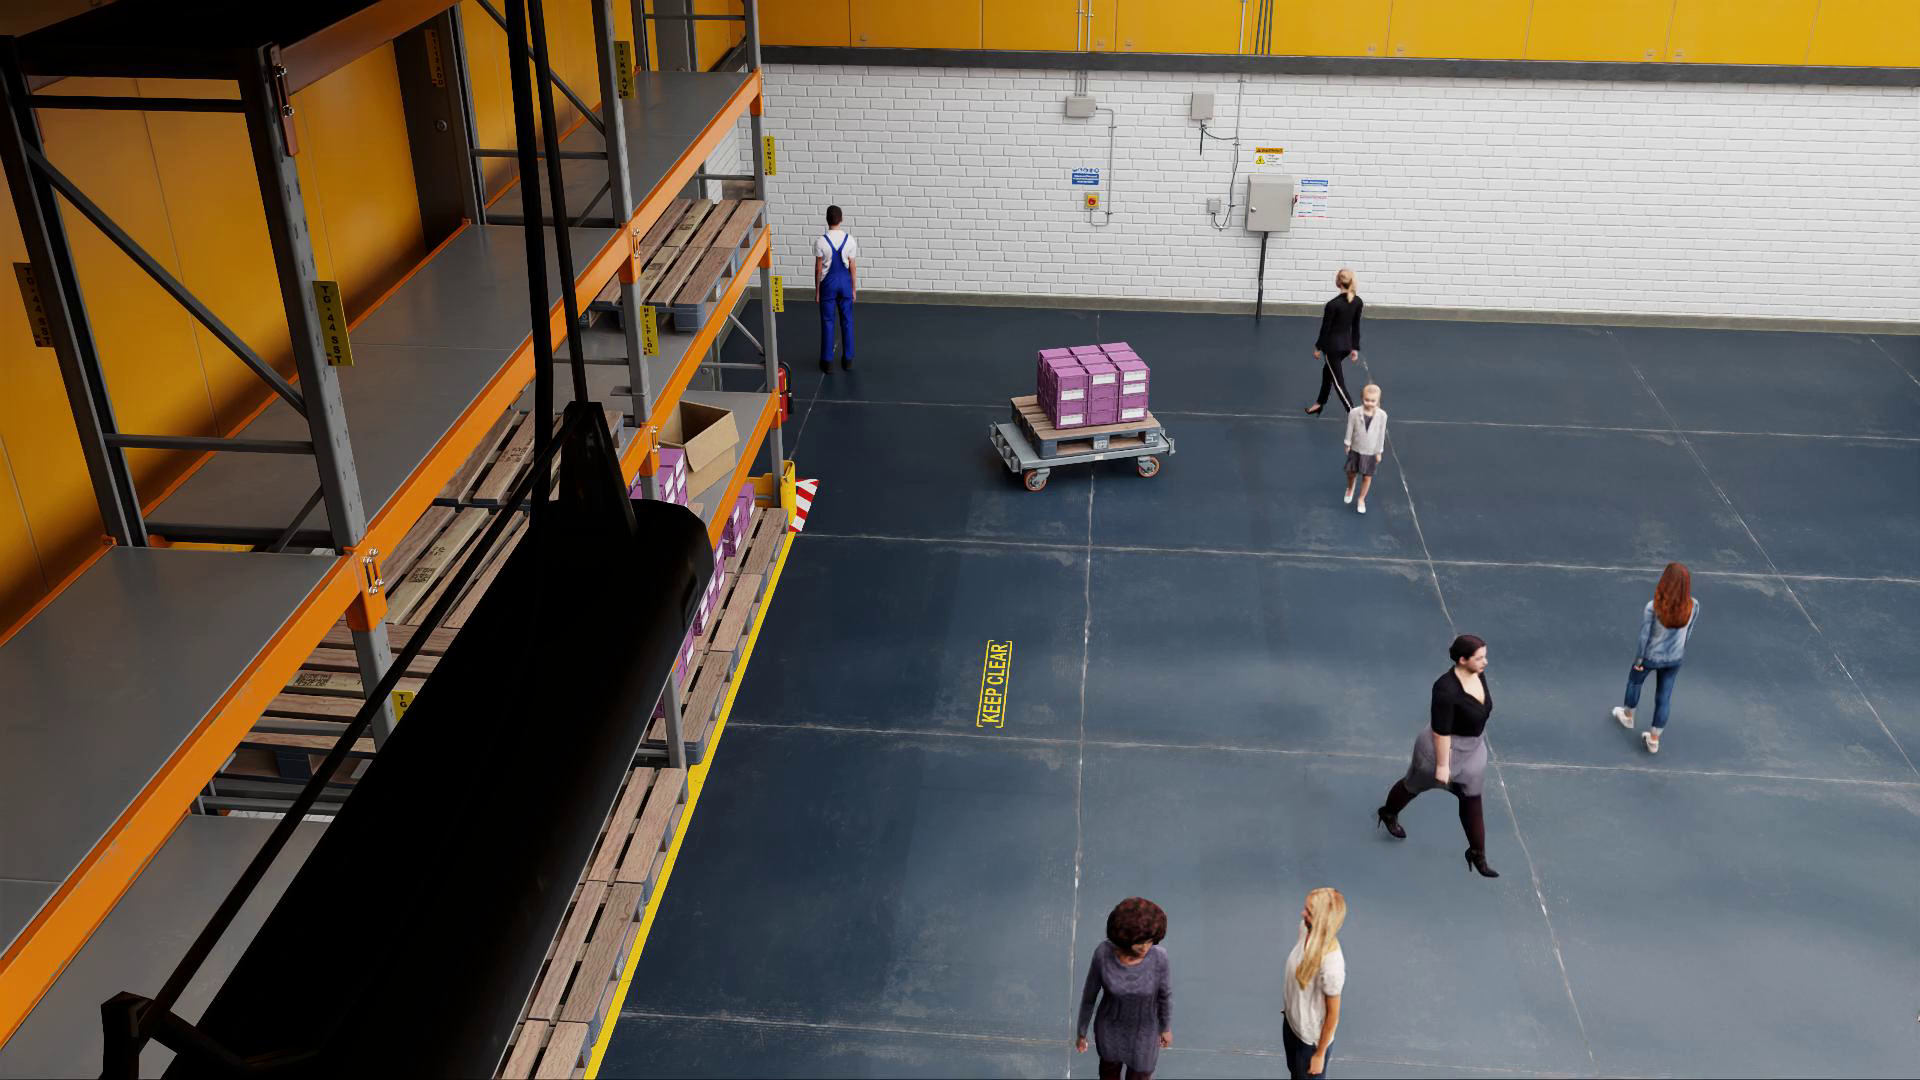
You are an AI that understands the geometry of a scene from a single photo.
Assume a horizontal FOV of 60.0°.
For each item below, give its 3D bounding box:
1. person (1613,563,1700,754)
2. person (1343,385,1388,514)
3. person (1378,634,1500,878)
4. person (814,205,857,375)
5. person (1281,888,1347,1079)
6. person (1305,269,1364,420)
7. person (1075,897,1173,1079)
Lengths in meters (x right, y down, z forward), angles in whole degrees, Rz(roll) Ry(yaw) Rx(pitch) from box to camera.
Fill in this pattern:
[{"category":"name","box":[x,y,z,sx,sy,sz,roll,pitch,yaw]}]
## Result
[{"category":"person","box":[5.045,0.873,11.907,0.591,1.458,0.750,2,29,3]},{"category":"person","box":[3.727,-0.875,15.310,0.544,1.268,0.606,7,29,13]},{"category":"person","box":[3.073,1.349,10.775,1.135,1.706,1.172,-24,36,-36]},{"category":"person","box":[-1.353,-2.735,18.115,0.693,1.848,0.688,-7,29,-13]},{"category":"person","box":[1.800,2.509,8.542,0.713,1.808,0.515,-4,29,-8]},{"category":"person","box":[3.837,-1.841,16.671,1.024,1.662,1.147,-18,33,-29]},{"category":"person","box":[0.885,2.486,8.694,0.672,1.703,0.644,6,29,11]}]
